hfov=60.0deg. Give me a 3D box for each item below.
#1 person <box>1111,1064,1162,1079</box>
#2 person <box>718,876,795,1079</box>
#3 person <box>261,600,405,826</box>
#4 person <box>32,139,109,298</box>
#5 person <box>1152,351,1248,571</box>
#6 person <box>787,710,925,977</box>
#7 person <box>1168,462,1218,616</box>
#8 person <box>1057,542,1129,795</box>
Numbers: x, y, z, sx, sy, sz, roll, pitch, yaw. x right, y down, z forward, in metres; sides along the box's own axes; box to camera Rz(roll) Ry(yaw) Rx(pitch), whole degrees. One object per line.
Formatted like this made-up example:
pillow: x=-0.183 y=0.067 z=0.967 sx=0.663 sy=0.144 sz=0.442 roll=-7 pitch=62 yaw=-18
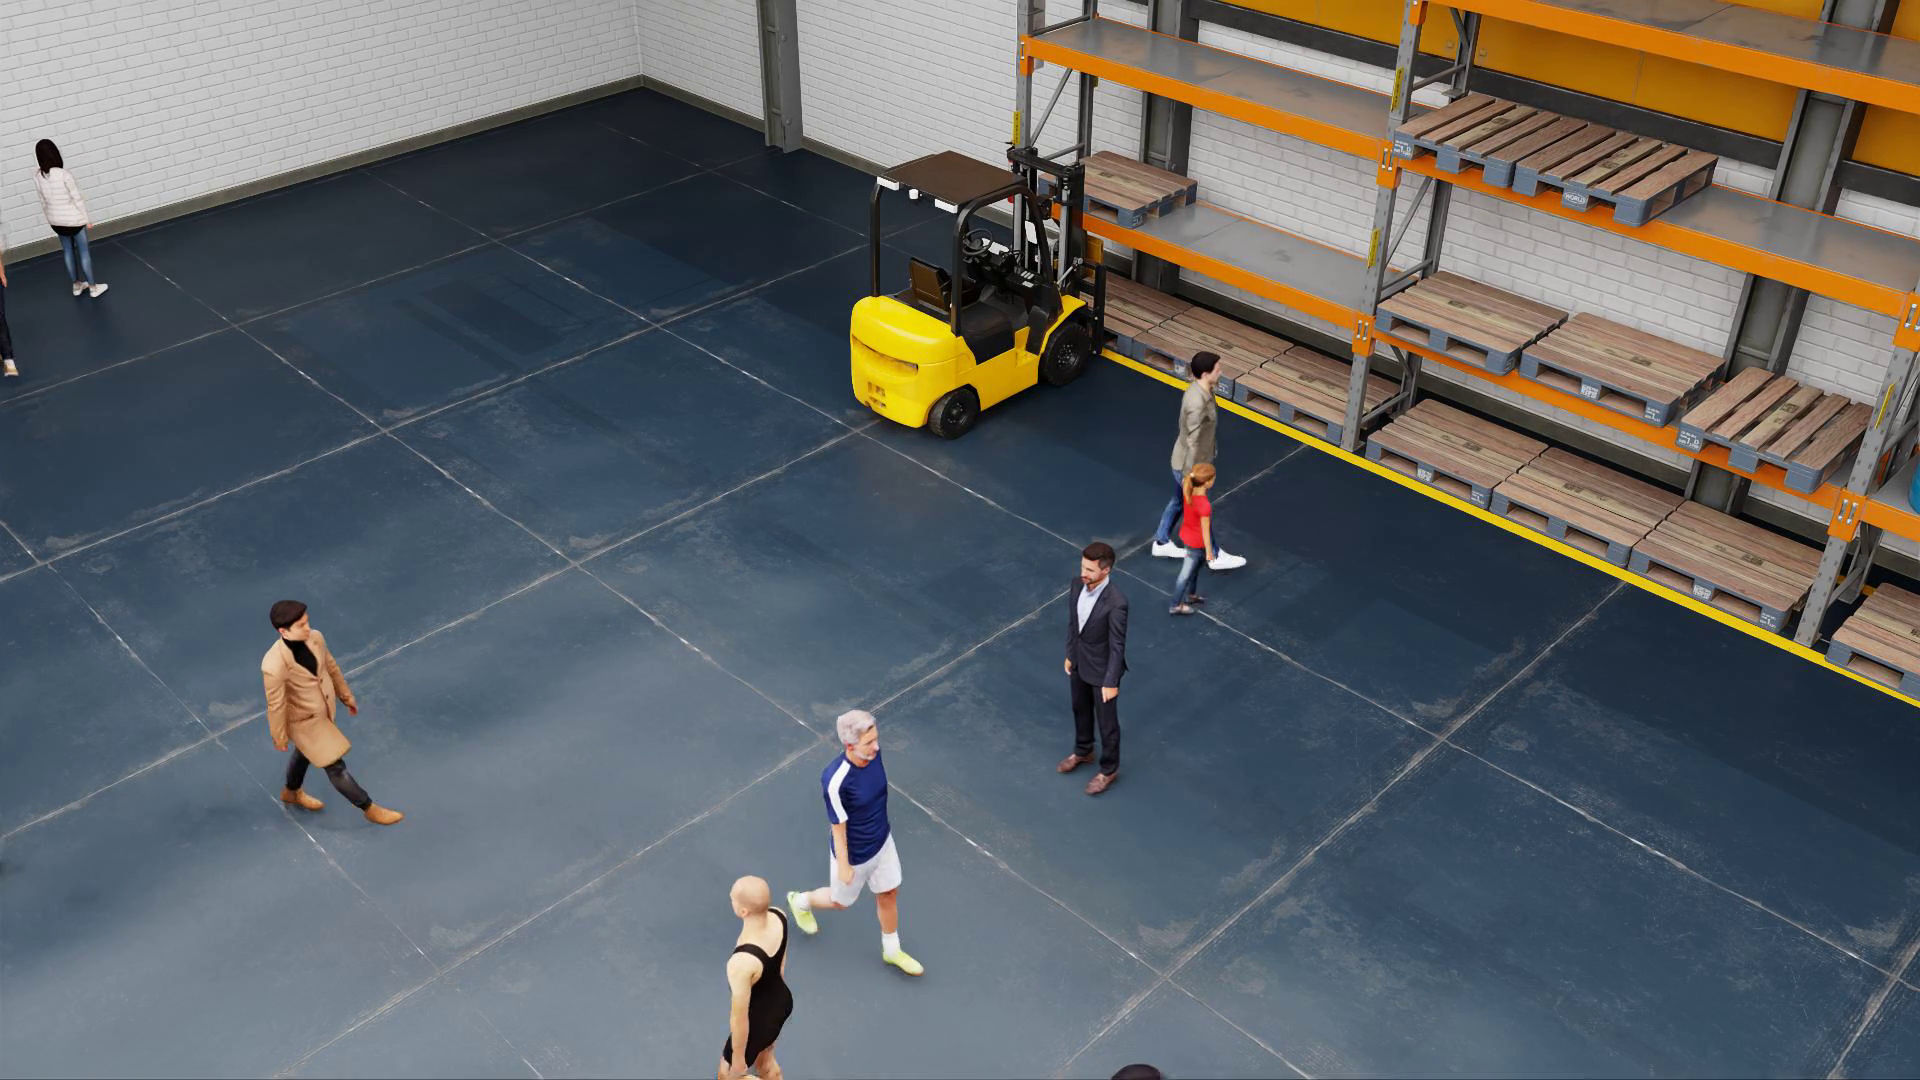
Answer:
person: x=0.726 y=2.962 z=7.429 sx=0.679 sy=1.763 sz=0.667 roll=8 pitch=34 yaw=11
person: x=-0.912 y=2.398 z=8.244 sx=0.857 sy=1.800 sz=0.812 roll=11 pitch=35 yaw=16
person: x=-4.115 y=1.079 z=10.337 sx=1.227 sy=1.679 sz=1.036 roll=8 pitch=34 yaw=11
person: x=-9.089 y=-3.275 z=16.930 sx=0.678 sy=1.633 sz=0.765 roll=4 pitch=34 yaw=7
person: x=1.708 y=-0.605 z=12.728 sx=1.134 sy=1.836 sz=1.027 roll=6 pitch=34 yaw=9
person: x=-0.638 y=1.671 z=9.324 sx=1.186 sy=1.815 sz=0.788 roll=20 pitch=38 yaw=27
person: x=1.662 y=0.010 z=12.292 sx=0.690 sy=1.296 sz=0.630 roll=-7 pitch=34 yaw=-10
person: x=0.859 y=0.785 z=10.611 sx=0.701 sy=1.866 sz=0.550 roll=-23 pitch=40 yaw=-30
